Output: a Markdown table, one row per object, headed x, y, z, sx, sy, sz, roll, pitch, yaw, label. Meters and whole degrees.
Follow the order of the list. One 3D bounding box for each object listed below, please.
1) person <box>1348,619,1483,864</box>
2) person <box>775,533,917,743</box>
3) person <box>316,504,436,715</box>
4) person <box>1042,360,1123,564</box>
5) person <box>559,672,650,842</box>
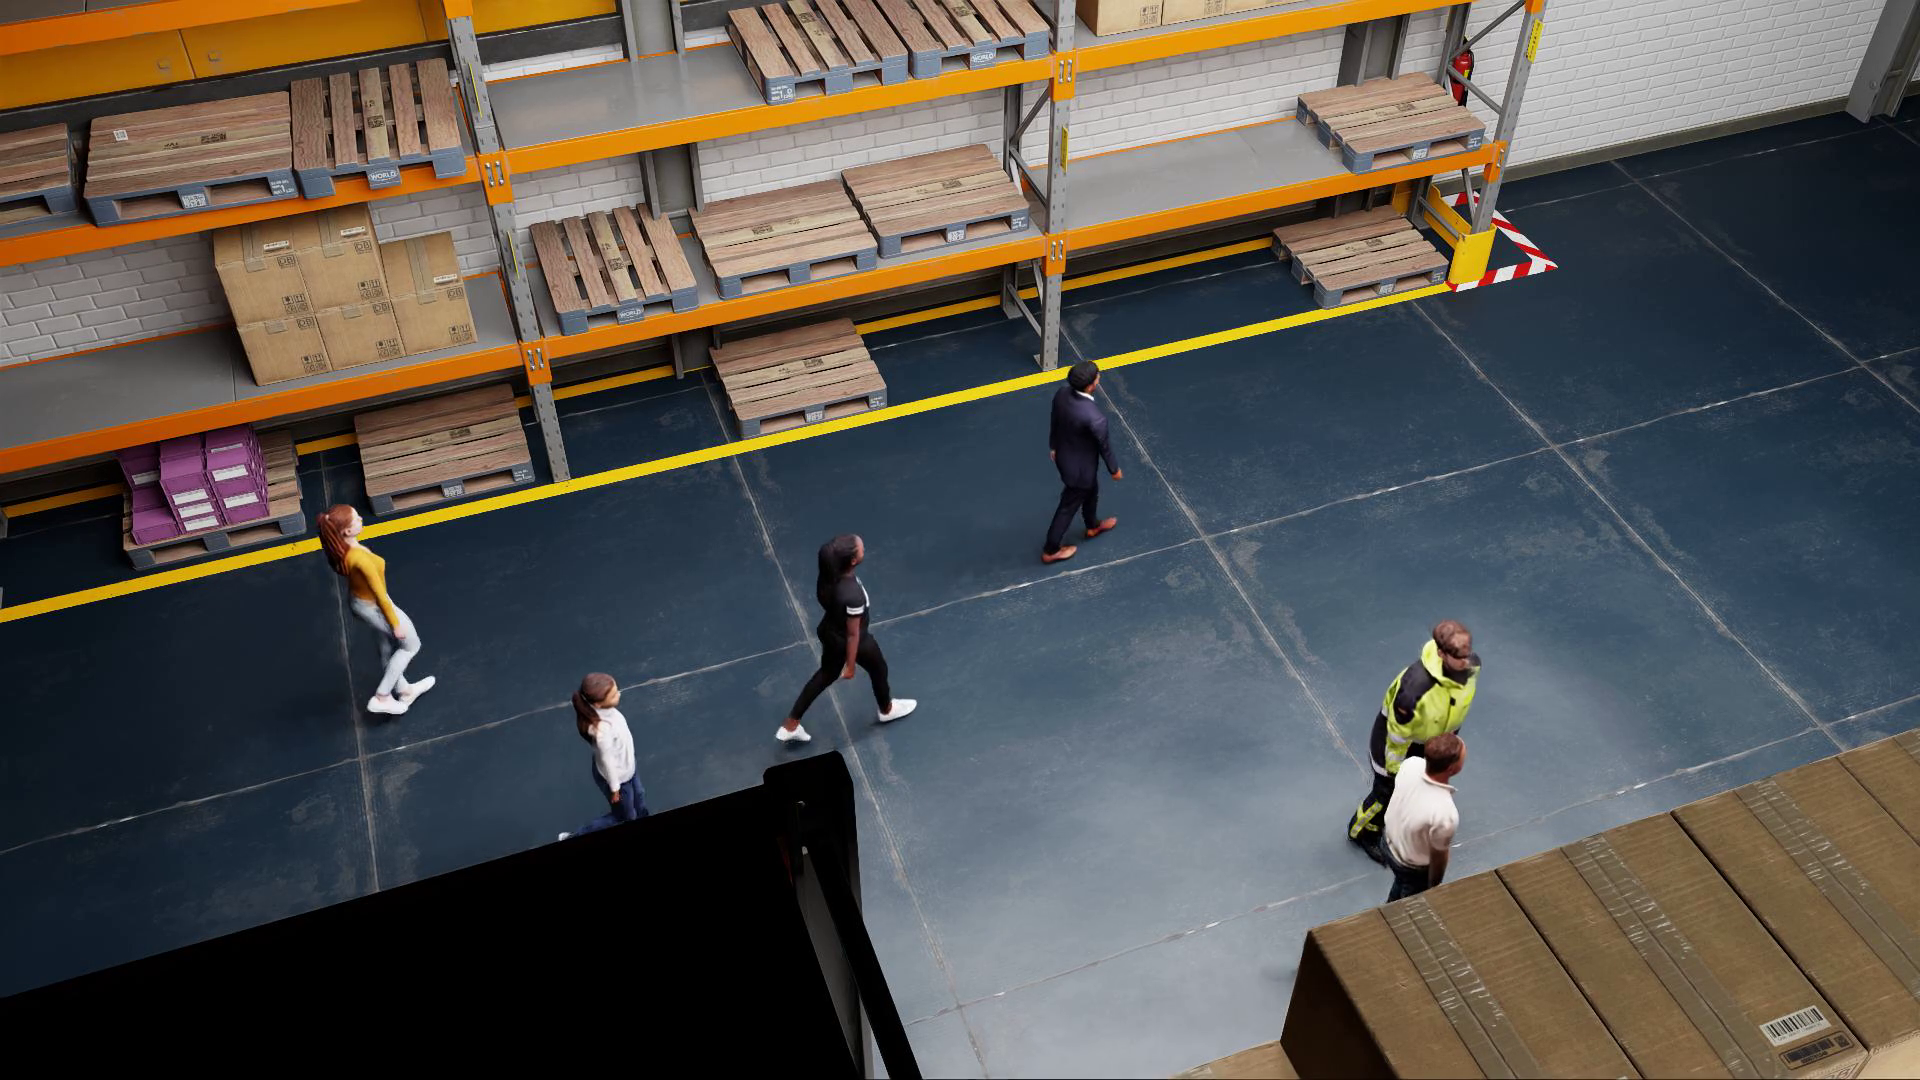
| x | y | z | sx | sy | sz | roll | pitch | yaw | label |
| --- | --- | --- | --- | --- | --- | --- | --- | --- | --- |
| 2.614 | 1.095 | 9.579 | 0.739 | 1.967 | 0.906 | -29 | 51 | -27 | person |
| -0.780 | 0.660 | 10.237 | 1.227 | 1.687 | 0.758 | -22 | 48 | -22 | person |
| -3.711 | 0.494 | 10.371 | 0.785 | 1.744 | 0.868 | 30 | 51 | 28 | person |
| 0.731 | -0.479 | 11.425 | 0.933 | 1.698 | 0.710 | -20 | 47 | -19 | person |
| -2.078 | 1.332 | 9.636 | 0.897 | 1.544 | 0.579 | -10 | 44 | -10 | person |
